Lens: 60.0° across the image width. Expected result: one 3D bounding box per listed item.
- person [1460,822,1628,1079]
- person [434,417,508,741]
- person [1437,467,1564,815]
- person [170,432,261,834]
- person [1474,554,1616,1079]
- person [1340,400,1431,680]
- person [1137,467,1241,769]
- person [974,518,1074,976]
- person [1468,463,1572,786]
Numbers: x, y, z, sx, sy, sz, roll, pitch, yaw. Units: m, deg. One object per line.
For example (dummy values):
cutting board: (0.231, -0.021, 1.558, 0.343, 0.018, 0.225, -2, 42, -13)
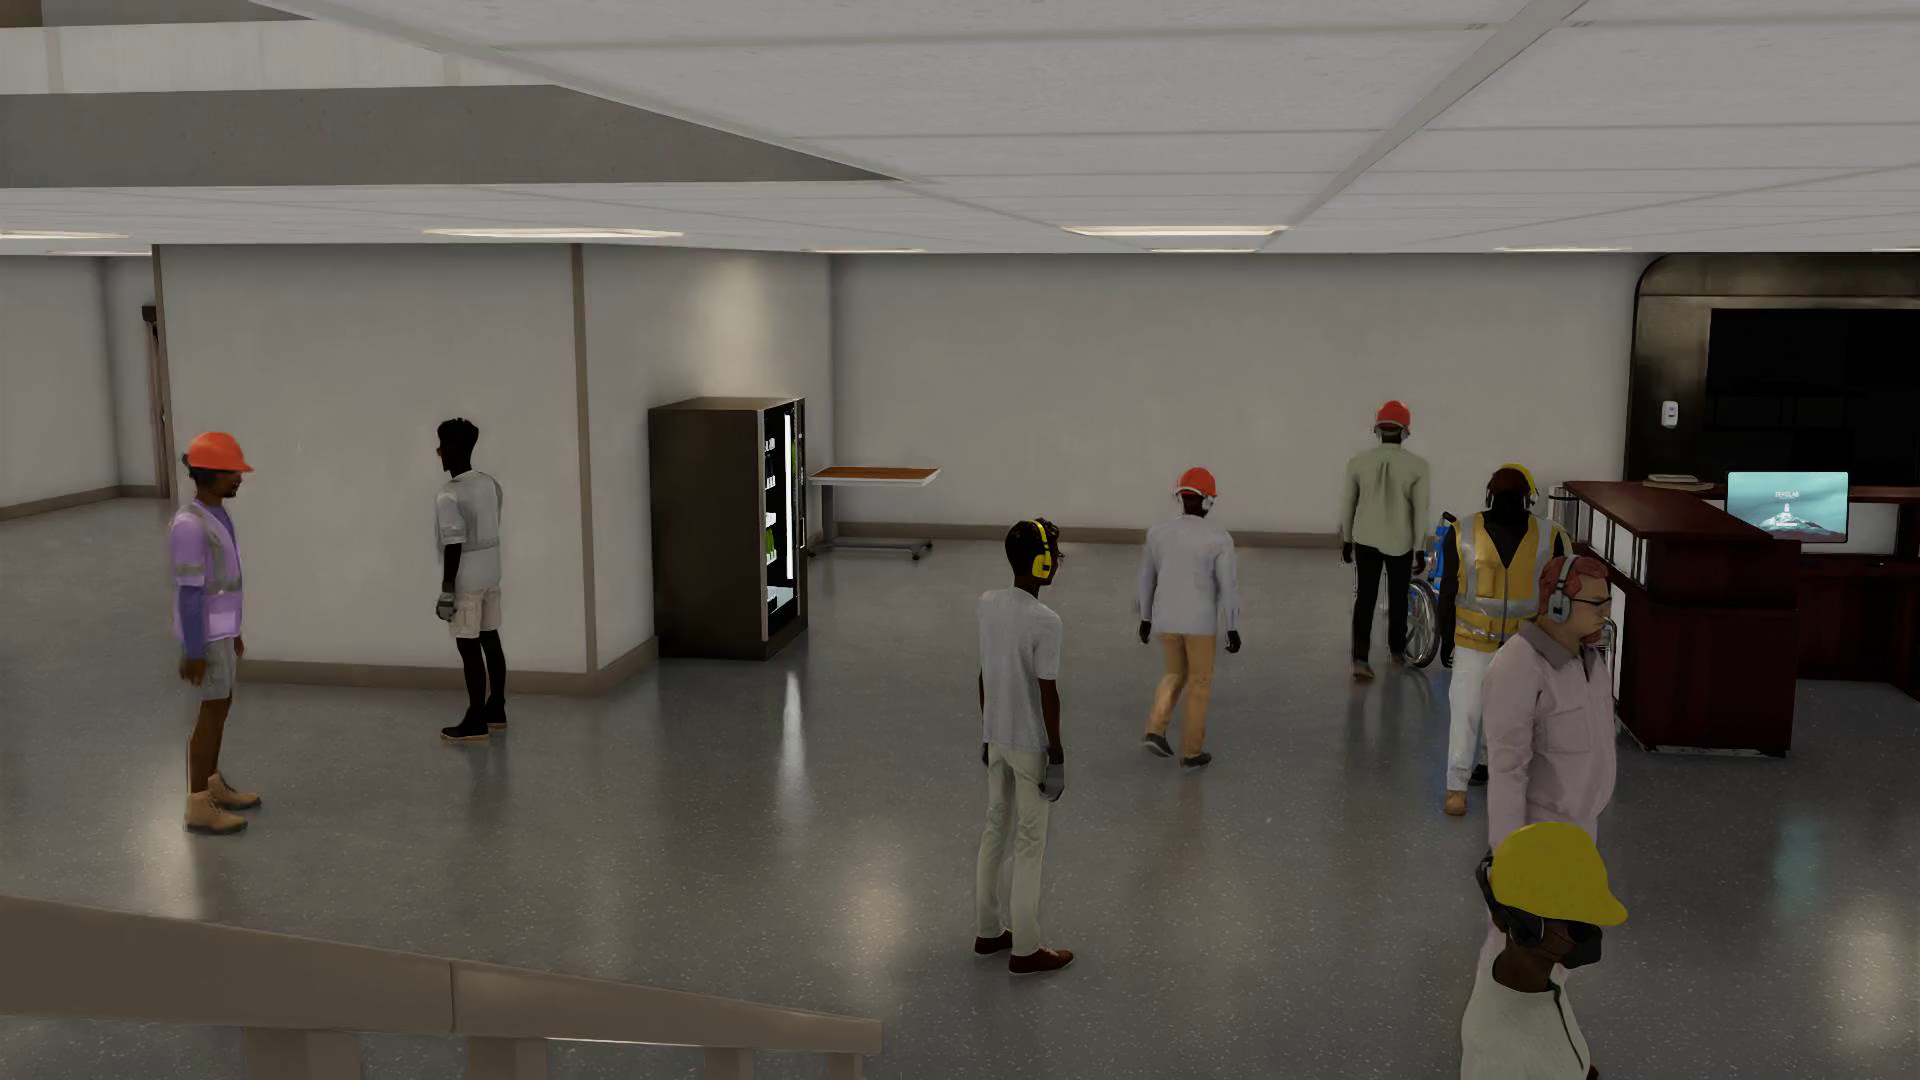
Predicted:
person: (1.148, 1.424, 3.405, 0.327, 1.767, 0.533, 4, 10, 25)
person: (-2.982, 0.239, 10.095, 0.372, 1.966, 0.608, 2, 9, 13)
person: (2.808, 0.533, 8.675, 0.623, 1.844, 0.429, 2, 9, 10)
person: (-3.804, 0.470, 8.539, 0.420, 2.029, 0.700, -2, 9, -11)
person: (2.035, 0.986, 5.722, 0.653, 1.899, 0.399, -8, 12, -42)
person: (2.966, -0.002, 11.673, 0.632, 1.954, 1.001, 5, 10, 26)
person: (1.323, 0.445, 9.541, 0.605, 1.731, 0.421, 8, 12, 41)
person: (0.251, 0.834, 6.764, 0.324, 1.862, 0.510, -7, 12, -37)
person: (3.006, 0.482, 9.073, 0.599, 1.819, 0.403, 9, 13, 44)
